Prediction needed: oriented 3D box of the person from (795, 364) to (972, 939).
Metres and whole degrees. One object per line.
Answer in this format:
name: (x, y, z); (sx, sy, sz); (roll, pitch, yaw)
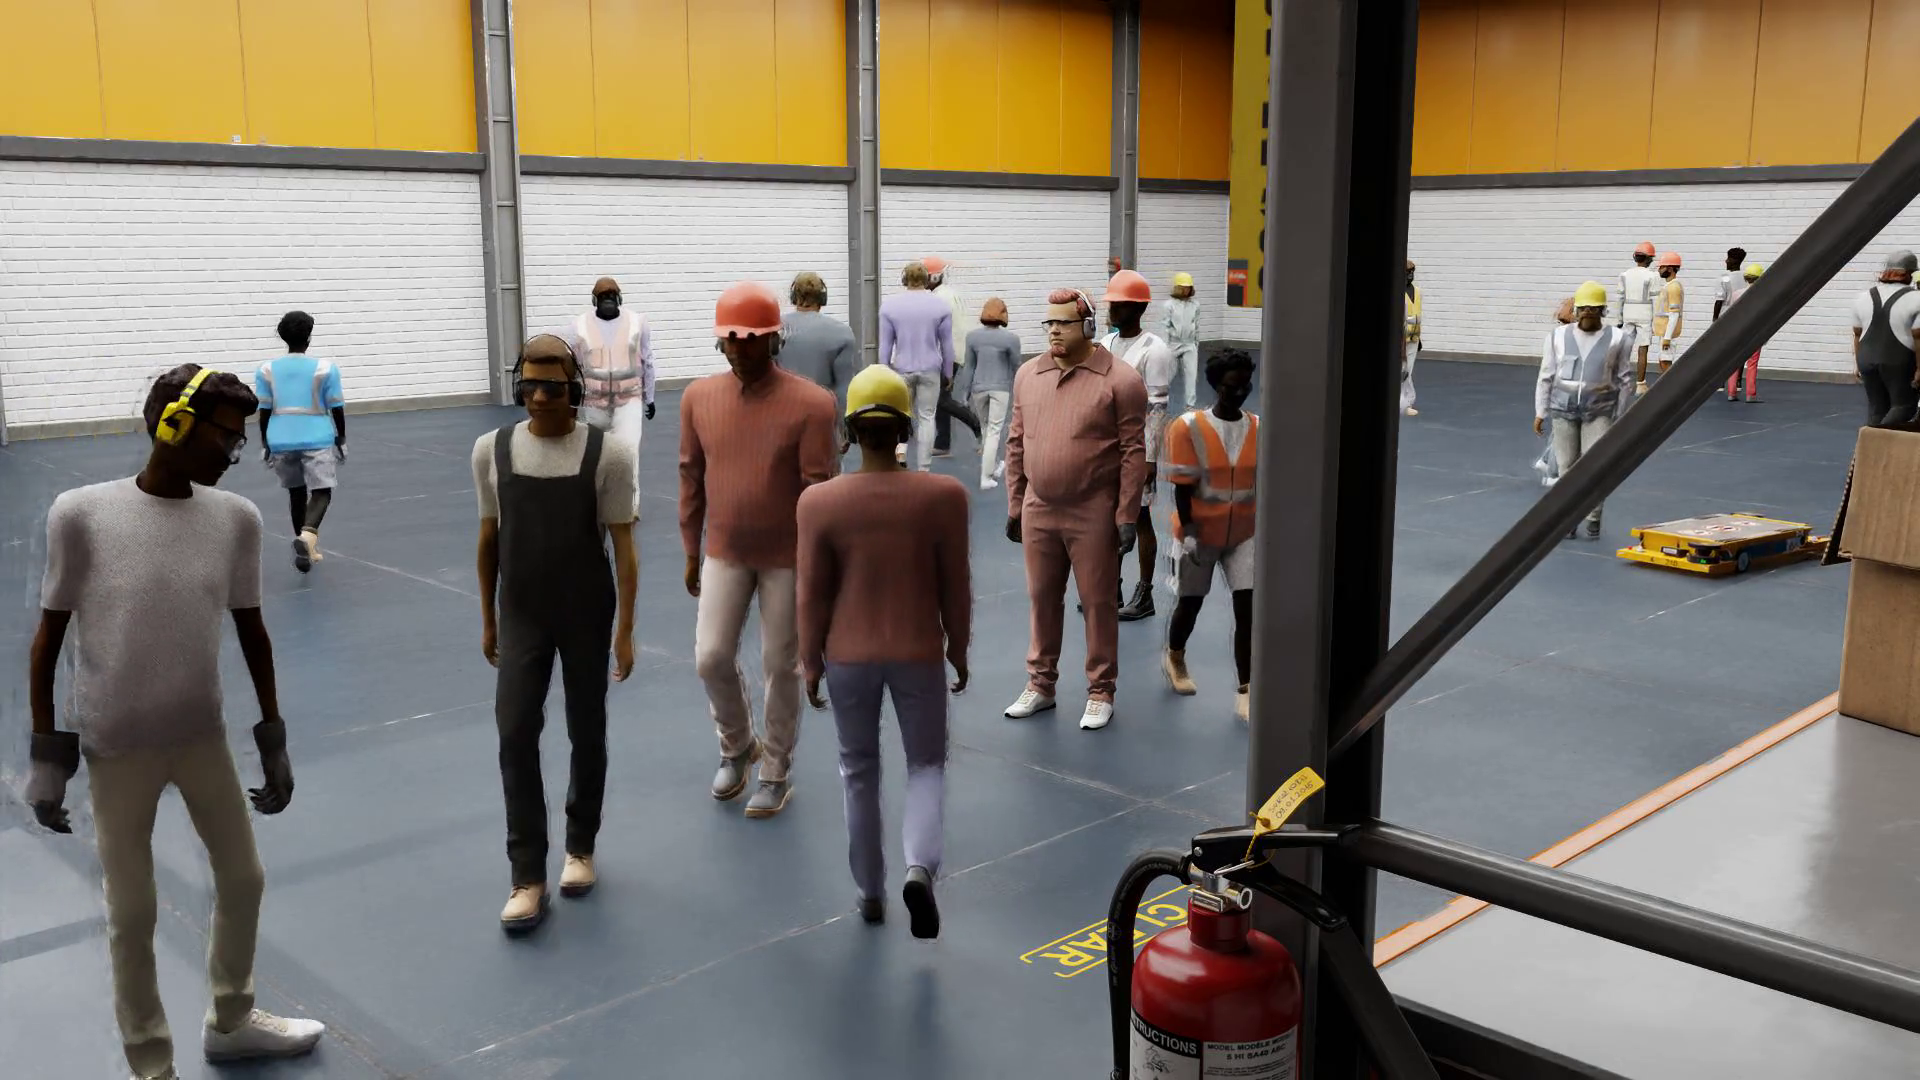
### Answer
person: (-0.226, 0.352, 4.995); (0.537, 1.751, 0.564); (-1, 10, -4)

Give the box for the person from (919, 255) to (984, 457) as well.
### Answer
person: (-0.082, -1.733, 15.854); (0.712, 1.959, 0.620); (0, 10, 0)

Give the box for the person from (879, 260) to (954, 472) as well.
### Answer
person: (-0.369, -1.440, 14.317); (0.642, 1.923, 0.457); (1, 10, 3)

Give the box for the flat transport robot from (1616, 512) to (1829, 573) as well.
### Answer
flat transport robot: (5.039, 0.006, 10.942); (1.431, 0.197, 0.652); (-7, 13, -34)

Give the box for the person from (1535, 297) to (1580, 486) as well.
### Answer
person: (5.163, -1.243, 14.086); (0.350, 1.623, 0.503); (2, 11, 12)

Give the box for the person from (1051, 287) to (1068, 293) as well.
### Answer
person: (0.977, -1.702, 16.578); (0.696, 1.606, 0.552); (-1, 10, -4)

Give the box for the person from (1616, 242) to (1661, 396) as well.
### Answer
person: (9.066, -2.942, 22.183); (0.384, 2.039, 0.616); (-8, 13, -36)

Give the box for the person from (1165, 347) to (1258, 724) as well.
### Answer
person: (1.142, -0.045, 7.427); (0.518, 1.658, 0.814); (-2, 11, -10)

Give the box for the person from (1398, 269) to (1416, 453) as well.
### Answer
person: (4.220, -1.745, 16.171); (0.398, 1.855, 0.553); (-4, 11, -22)

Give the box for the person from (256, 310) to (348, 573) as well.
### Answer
person: (-4.142, -0.603, 10.445); (0.543, 1.673, 0.715); (-1, 10, -6)

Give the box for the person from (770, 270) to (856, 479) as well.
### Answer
person: (-0.951, -0.747, 10.585); (0.634, 1.913, 0.809); (1, 10, 4)

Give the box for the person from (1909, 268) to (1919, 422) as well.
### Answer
person: (10.240, -2.015, 17.756); (0.602, 1.812, 0.694); (10, 14, 42)

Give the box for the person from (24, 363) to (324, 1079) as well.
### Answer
person: (-1.904, 0.500, 4.004); (0.653, 1.834, 0.350); (-10, 14, -42)

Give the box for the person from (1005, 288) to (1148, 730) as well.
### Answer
person: (0.472, -0.130, 7.221); (0.652, 1.906, 0.403); (6, 12, 30)

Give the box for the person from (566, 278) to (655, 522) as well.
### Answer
person: (-2.594, -1.024, 12.347); (0.658, 1.809, 0.877); (-2, 11, -10)

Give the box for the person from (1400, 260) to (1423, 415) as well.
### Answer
person: (5.232, -2.379, 19.661); (0.637, 1.842, 0.429); (-6, 12, -30)

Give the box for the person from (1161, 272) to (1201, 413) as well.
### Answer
person: (2.545, -2.269, 19.428); (0.492, 1.718, 0.784); (-3, 11, -16)

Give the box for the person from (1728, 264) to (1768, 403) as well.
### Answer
person: (10.078, -2.632, 21.245); (0.310, 1.771, 0.525); (-7, 12, -32)

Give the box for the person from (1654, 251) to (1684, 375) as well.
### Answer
person: (8.467, -2.485, 19.974); (0.356, 1.937, 0.552); (3, 11, 17)

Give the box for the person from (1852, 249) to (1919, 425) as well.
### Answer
person: (8.344, -1.612, 14.936); (0.689, 2.000, 0.683); (-6, 12, -29)

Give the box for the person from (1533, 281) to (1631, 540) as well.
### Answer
person: (4.329, -0.890, 11.617); (0.597, 1.815, 0.478); (6, 12, 28)

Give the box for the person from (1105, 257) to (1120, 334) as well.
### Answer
person: (2.540, -3.640, 26.673); (0.413, 1.789, 0.672); (3, 11, 18)

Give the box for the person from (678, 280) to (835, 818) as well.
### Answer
person: (-0.751, 0.051, 6.043); (0.613, 1.971, 0.450); (2, 11, 9)

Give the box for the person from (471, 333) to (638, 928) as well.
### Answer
person: (-1.264, 0.284, 5.169); (0.521, 1.820, 0.757); (-1, 10, -3)

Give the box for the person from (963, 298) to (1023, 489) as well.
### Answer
person: (0.323, -1.264, 14.246); (0.509, 1.596, 0.807); (5, 11, 25)

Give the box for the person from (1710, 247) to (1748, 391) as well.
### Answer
person: (10.585, -3.022, 22.820); (0.614, 1.965, 0.361); (-2, 11, -9)

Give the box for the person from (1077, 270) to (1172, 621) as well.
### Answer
person: (0.917, -0.524, 9.272); (0.350, 1.942, 0.545); (-8, 13, -38)
